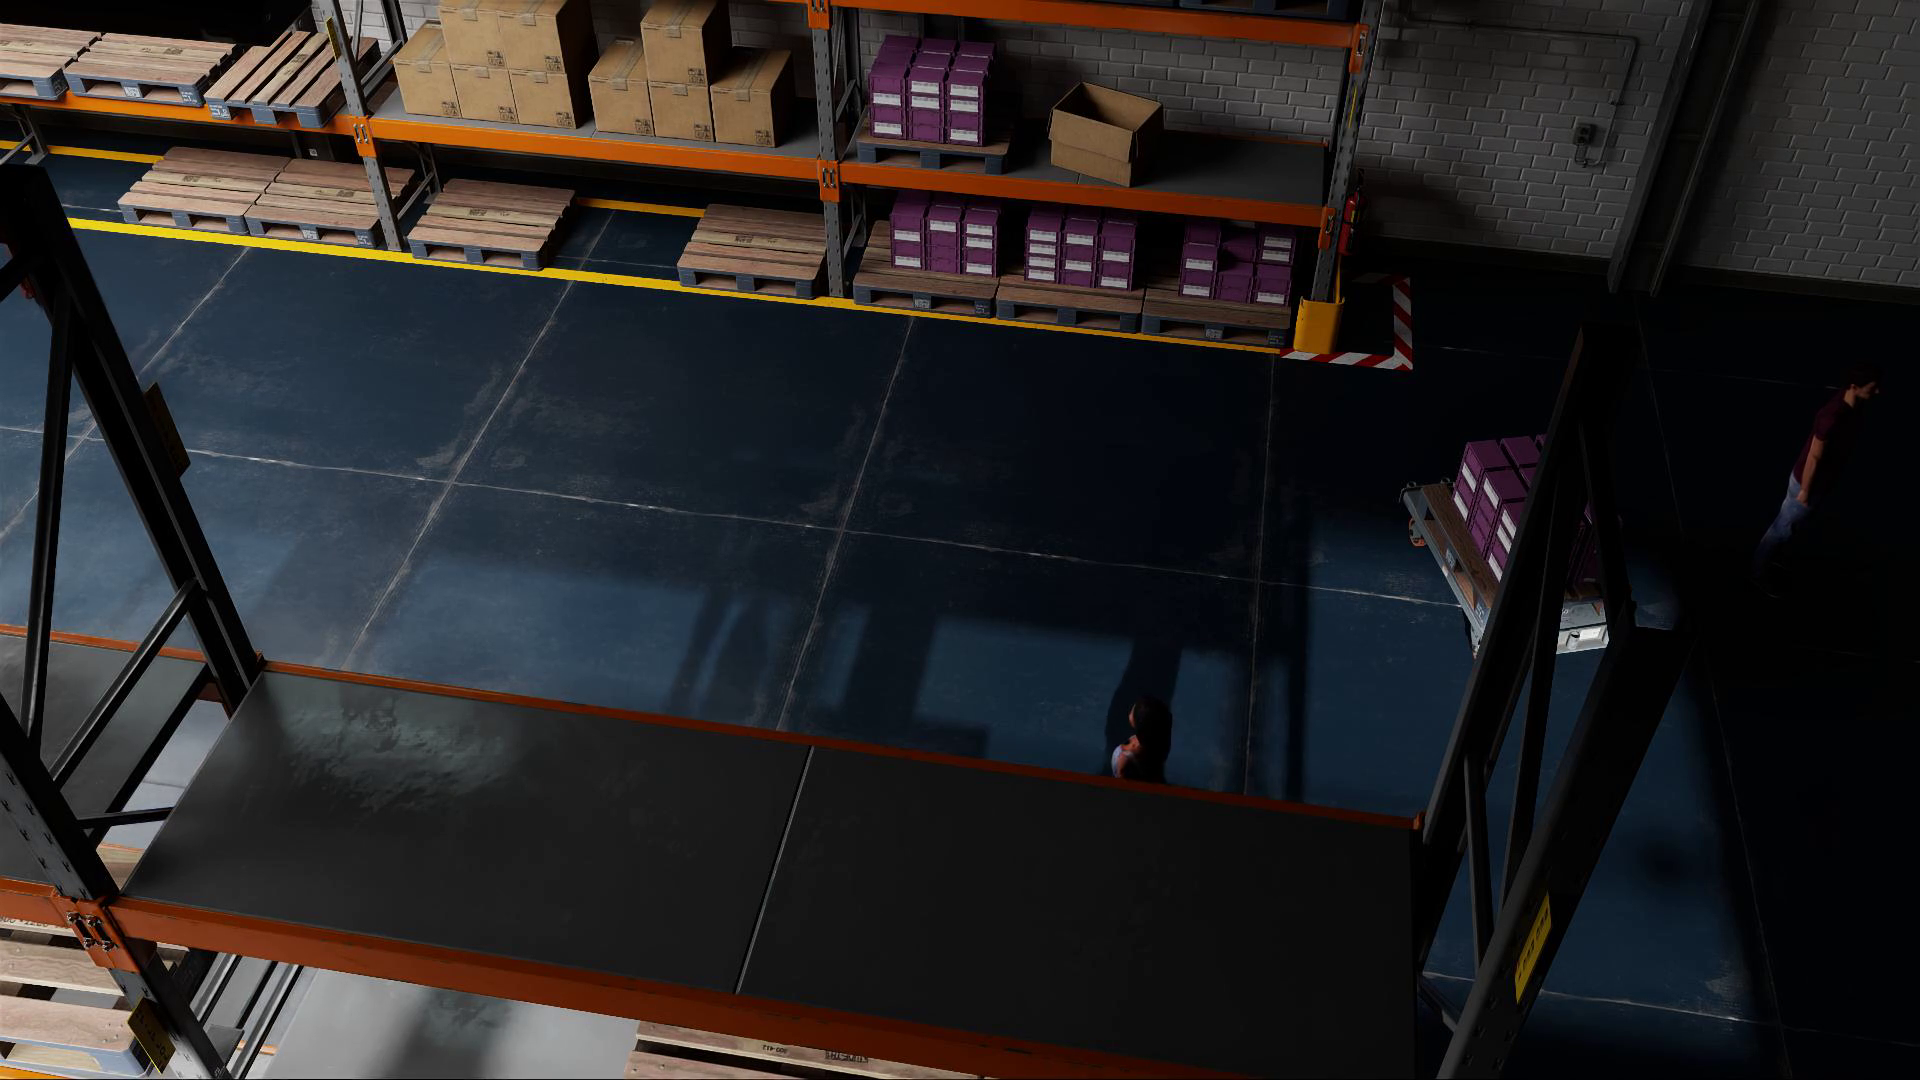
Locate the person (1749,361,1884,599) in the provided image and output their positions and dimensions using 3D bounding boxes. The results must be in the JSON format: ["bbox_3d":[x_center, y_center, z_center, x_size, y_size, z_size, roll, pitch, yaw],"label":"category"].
[{"bbox_3d":[5.726,-0.450,11.130,0.746,1.855,0.742,32,52,29],"label":"person"}]

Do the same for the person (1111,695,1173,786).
[{"bbox_3d":[1.033,1.494,9.213,0.780,1.685,0.842,-28,50,-26],"label":"person"}]
